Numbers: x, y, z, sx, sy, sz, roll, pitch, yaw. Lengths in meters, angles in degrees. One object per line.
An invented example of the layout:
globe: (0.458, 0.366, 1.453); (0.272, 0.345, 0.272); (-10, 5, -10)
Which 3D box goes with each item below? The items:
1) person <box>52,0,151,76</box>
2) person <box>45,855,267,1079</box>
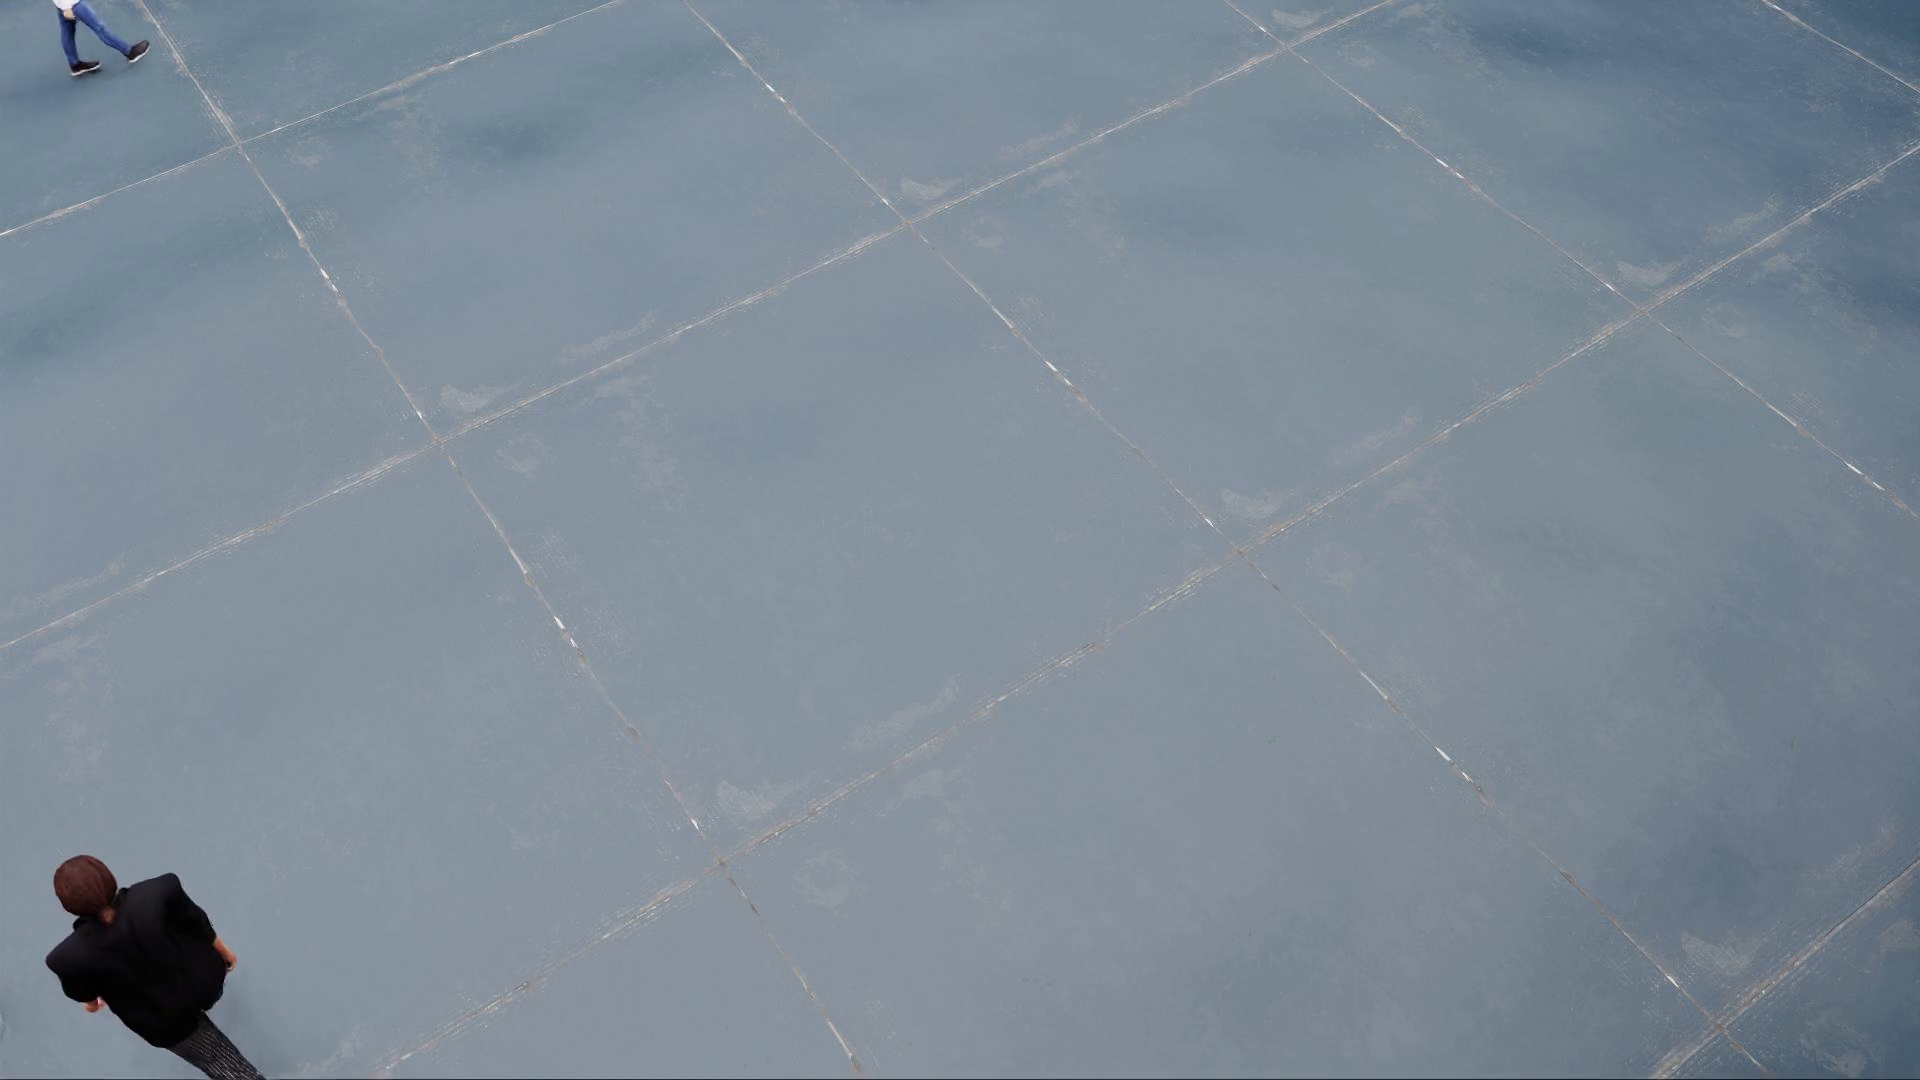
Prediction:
person: (-5.616, -3.371, 10.333); (0.514, 1.091, 0.663); (-26, 57, -19)
person: (-2.798, 1.698, 6.037); (1.160, 1.676, 0.831); (34, 60, 24)
